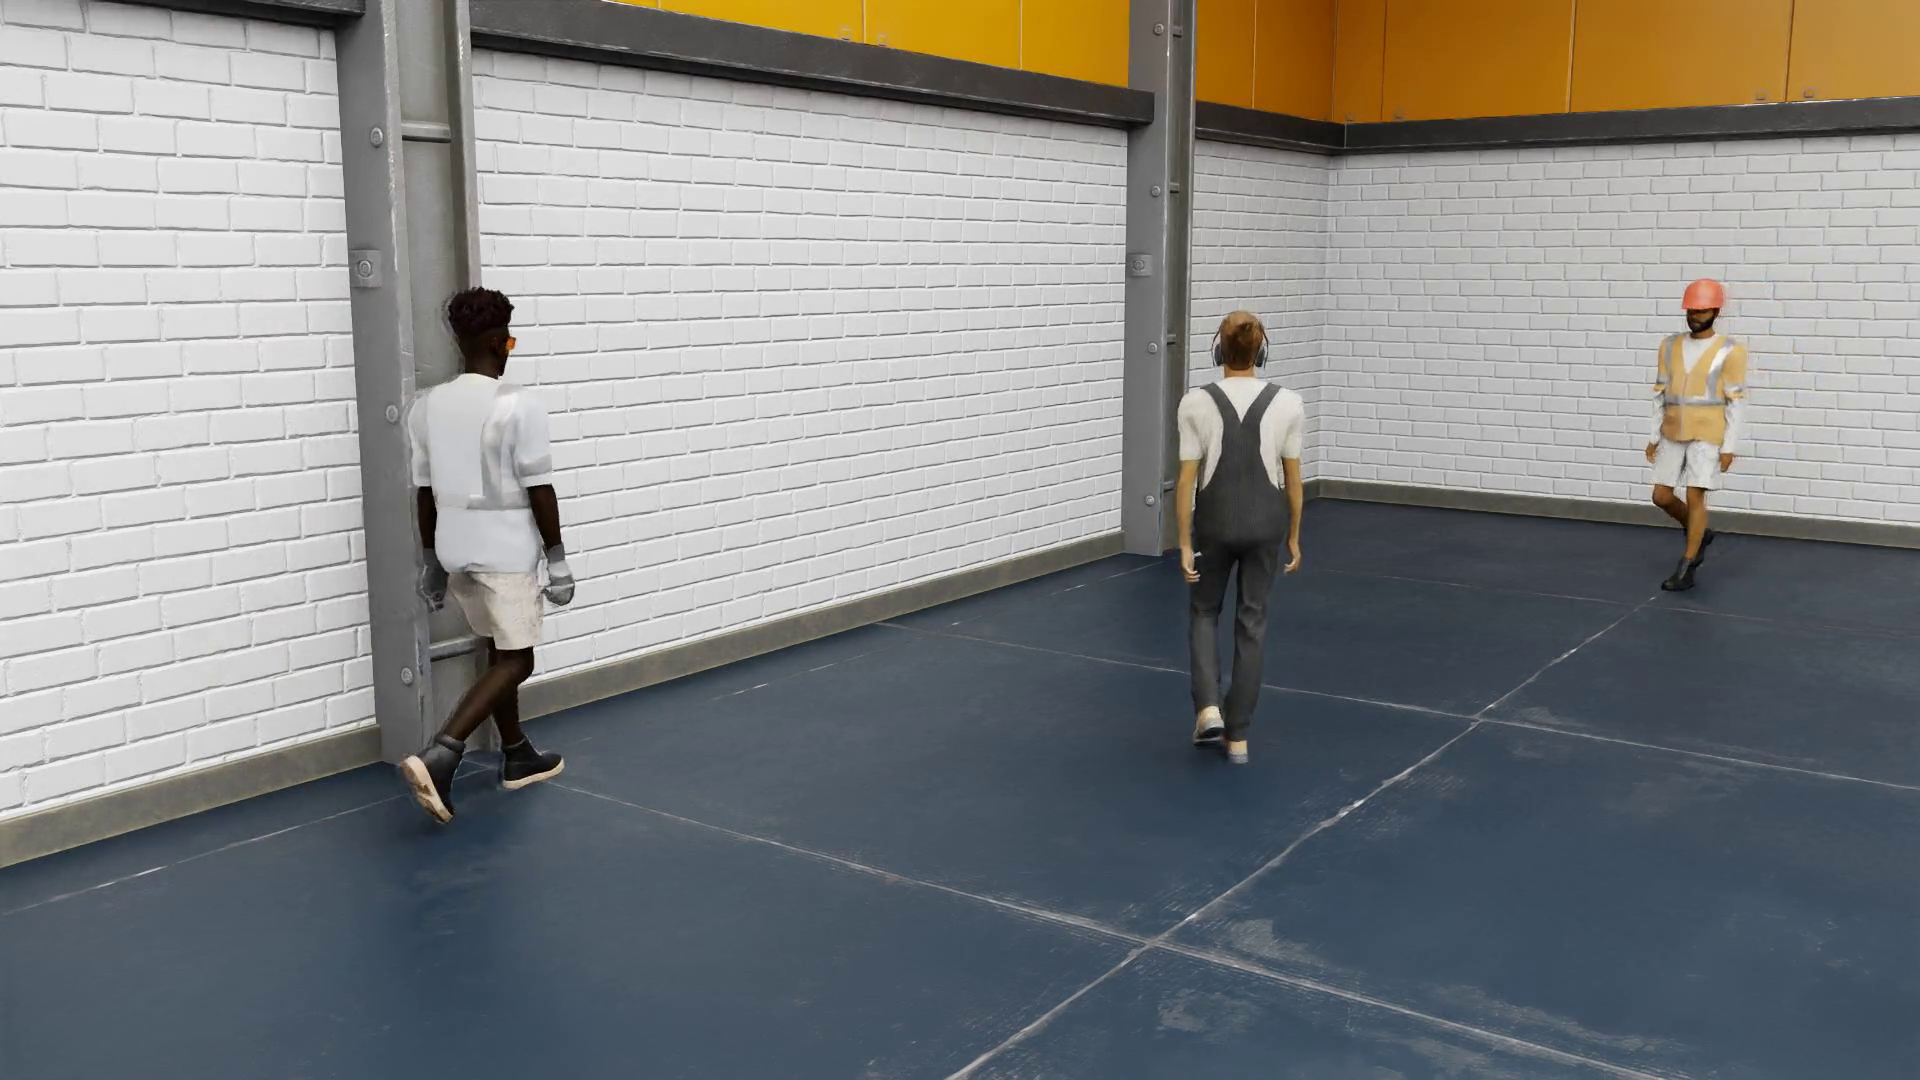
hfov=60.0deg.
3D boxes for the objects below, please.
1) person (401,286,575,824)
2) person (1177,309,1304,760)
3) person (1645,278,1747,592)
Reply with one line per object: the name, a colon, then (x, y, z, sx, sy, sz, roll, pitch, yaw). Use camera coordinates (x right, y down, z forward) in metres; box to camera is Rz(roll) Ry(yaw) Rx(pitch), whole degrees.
person: (-1.762, 0.045, 6.082, 0.612, 1.940, 0.843, 6, 11, 31)
person: (1.133, -0.013, 6.741, 0.519, 1.831, 0.395, 1, 10, 6)
person: (4.558, -0.653, 10.283, 0.591, 1.923, 0.569, -7, 12, -37)
